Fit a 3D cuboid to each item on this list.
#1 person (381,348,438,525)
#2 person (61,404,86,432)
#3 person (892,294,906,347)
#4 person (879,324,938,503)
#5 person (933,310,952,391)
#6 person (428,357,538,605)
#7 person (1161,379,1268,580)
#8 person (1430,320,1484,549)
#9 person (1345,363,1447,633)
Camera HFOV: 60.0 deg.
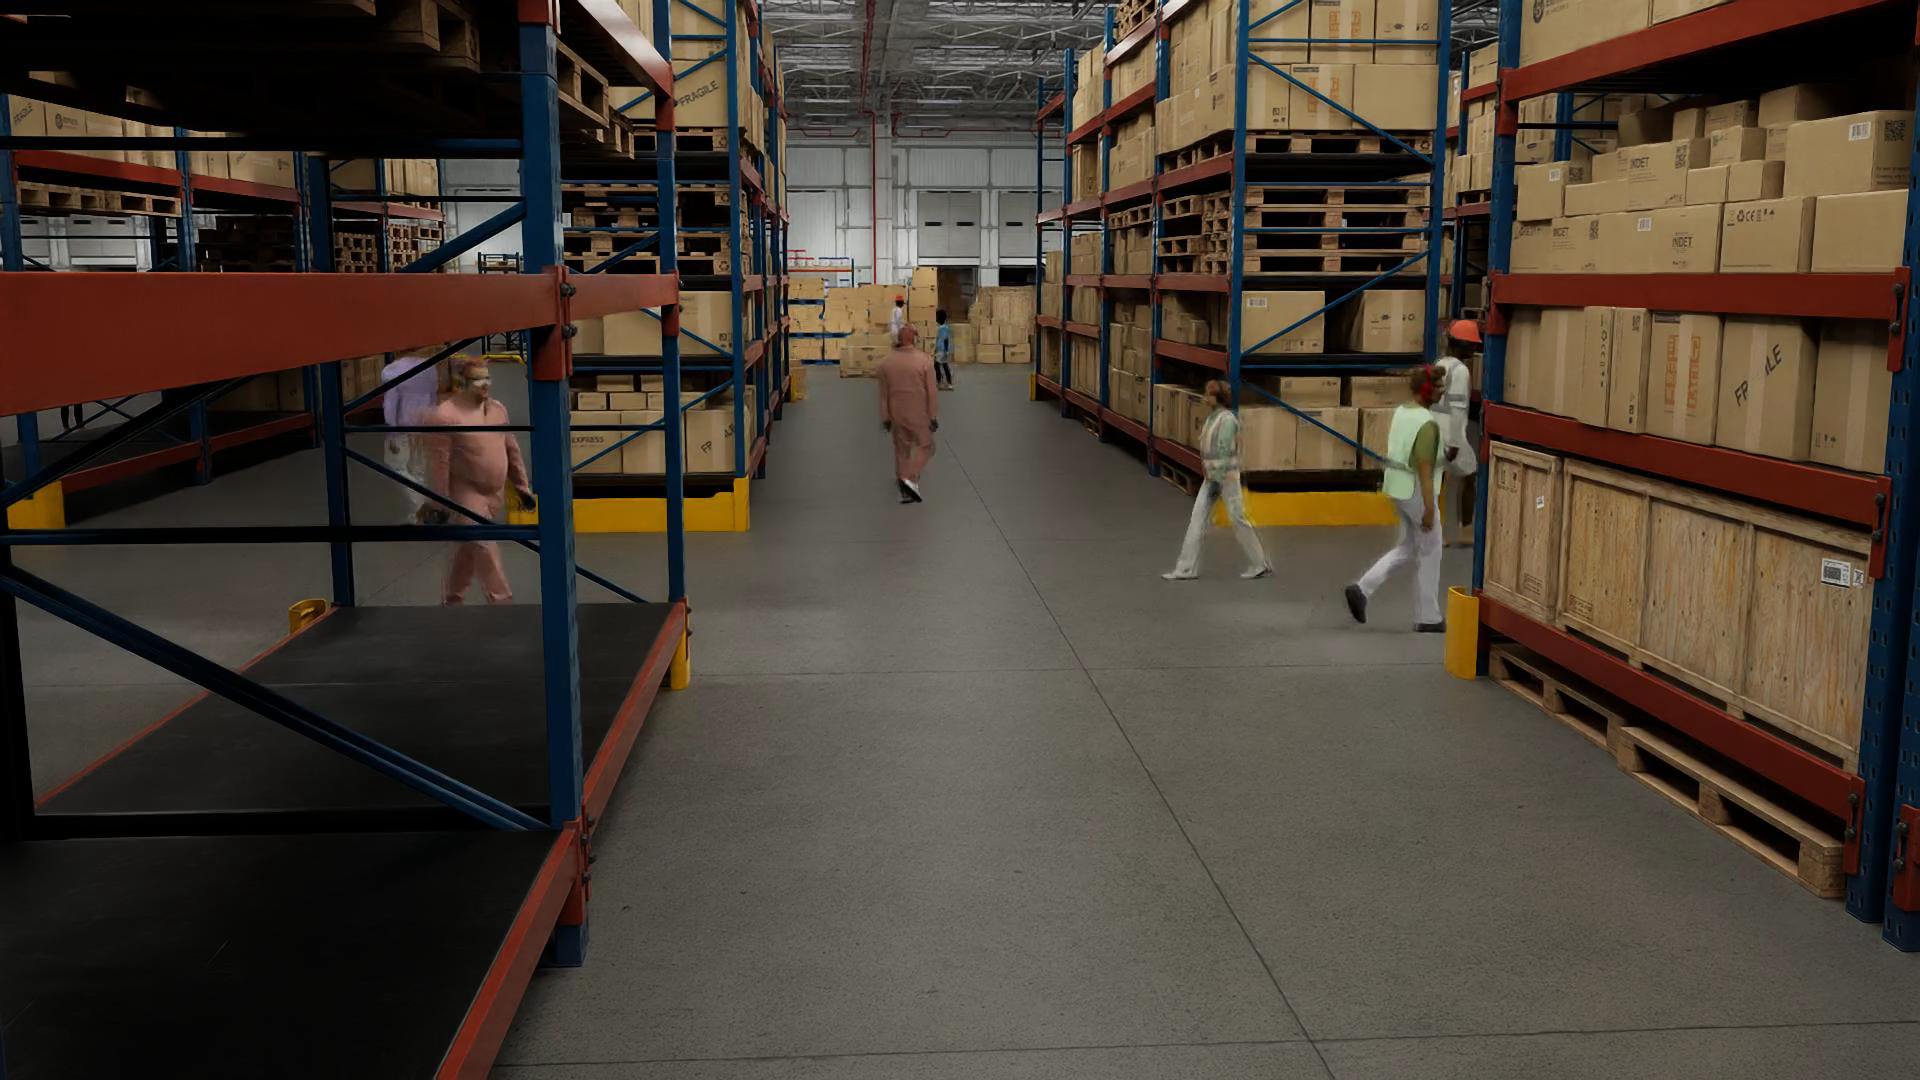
[{"bbox_3d":[-5.043,-0.994,15.366,0.531,1.922,0.634,6,11,32],"label":"person"},{"bbox_3d":[-13.315,-2.403,24.921,0.535,1.699,0.318,2,9,15],"label":"person"},{"bbox_3d":[-1.567,-5.361,42.770,0.423,1.928,0.563,-2,9,-10],"label":"person"},{"bbox_3d":[-0.519,-1.319,17.482,0.666,1.895,0.427,4,10,26],"label":"person"},{"bbox_3d":[-0.435,-3.928,34.559,0.640,1.676,0.537,-1,9,-7],"label":"person"},{"bbox_3d":[-3.206,-0.298,11.224,0.991,1.854,0.652,4,10,25],"label":"person"},{"bbox_3d":[2.059,-0.461,13.064,0.855,1.598,0.525,-2,9,-15],"label":"person"},{"bbox_3d":[4.386,-0.913,14.574,0.802,2.008,0.616,-2,9,-11],"label":"person"},{"bbox_3d":[3.011,-0.273,11.126,0.706,1.826,0.582,-1,9,-8],"label":"person"}]
